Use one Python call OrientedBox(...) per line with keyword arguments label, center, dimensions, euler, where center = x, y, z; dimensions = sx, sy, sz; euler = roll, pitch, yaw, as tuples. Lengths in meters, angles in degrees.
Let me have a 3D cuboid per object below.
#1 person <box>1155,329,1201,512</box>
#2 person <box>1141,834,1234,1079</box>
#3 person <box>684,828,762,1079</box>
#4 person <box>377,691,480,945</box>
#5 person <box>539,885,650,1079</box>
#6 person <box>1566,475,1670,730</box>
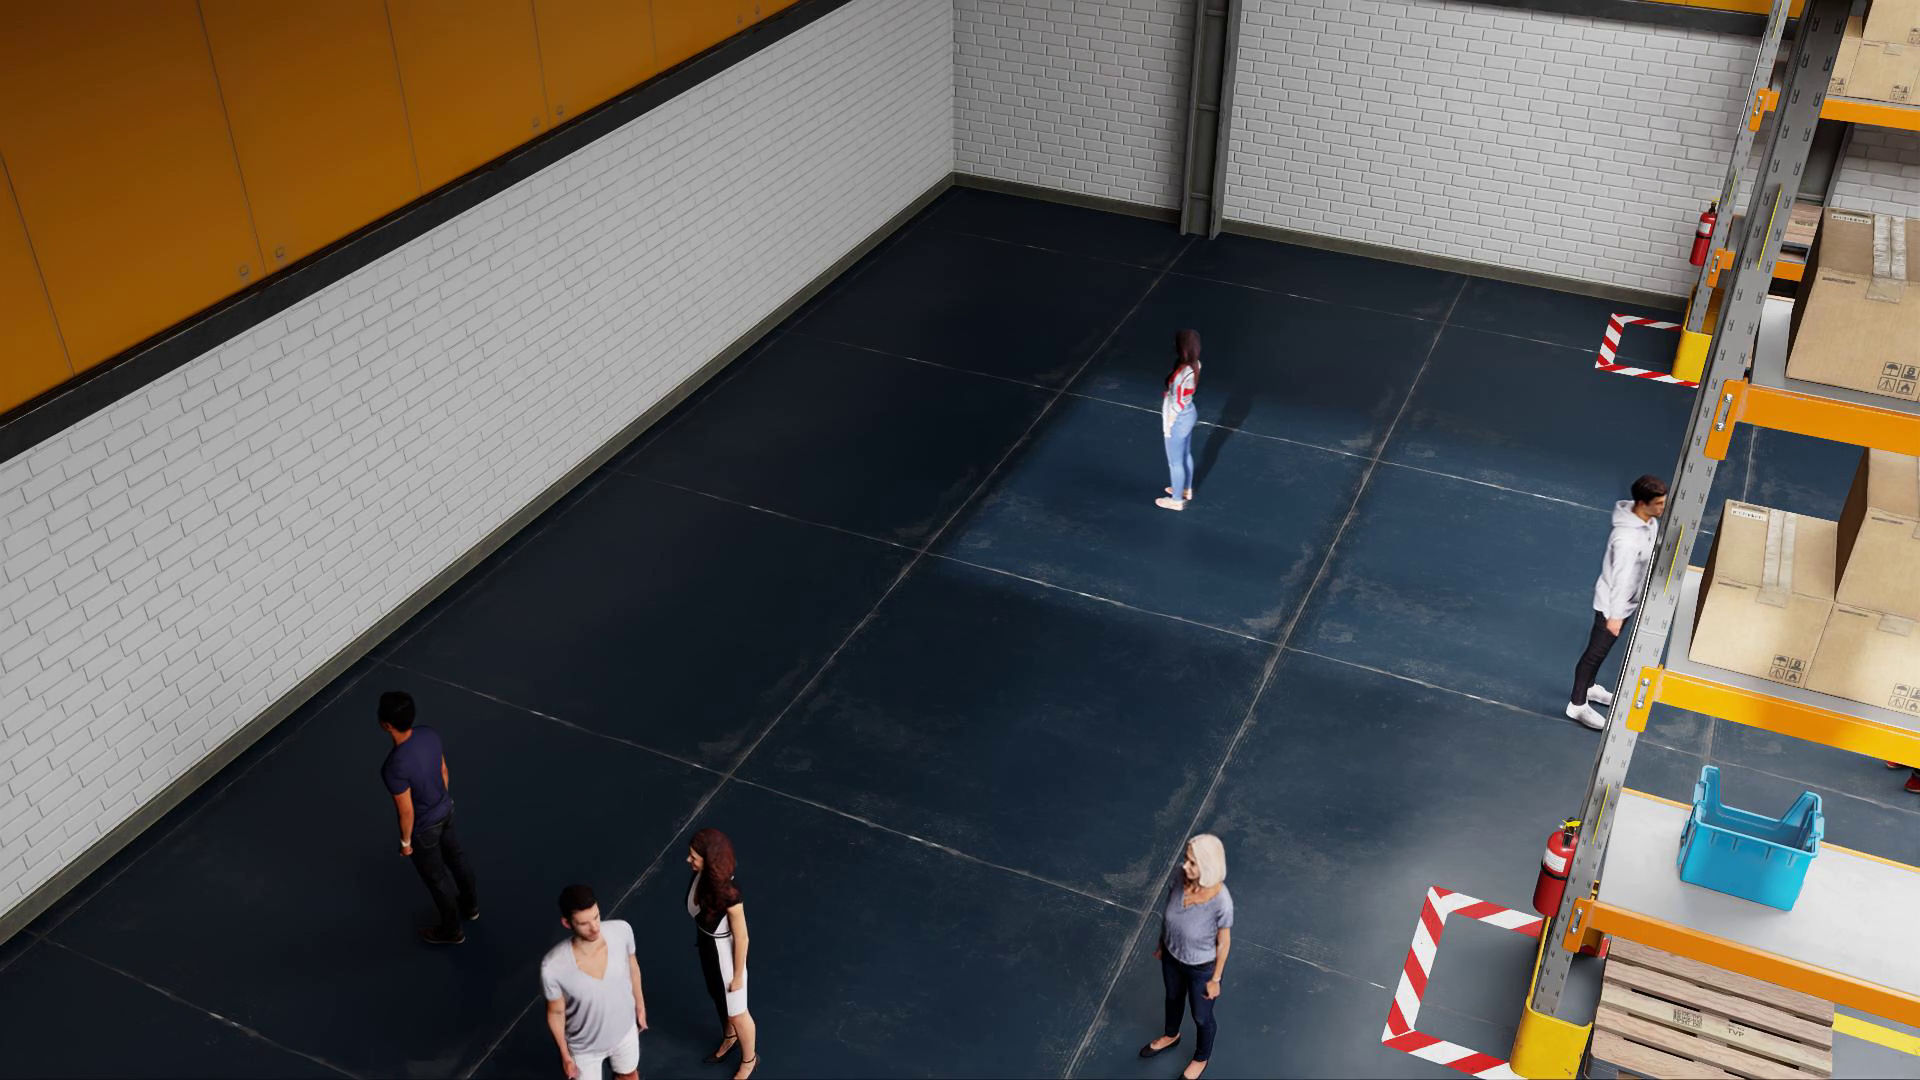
OrientedBox(label="person", center=(1.826, -0.998, 13.707), dimensions=(0.516, 1.612, 0.588), euler=(12, 36, 18))
OrientedBox(label="person", center=(1.235, 2.201, 8.795), dimensions=(0.723, 1.721, 0.593), euler=(-24, 41, -32))
OrientedBox(label="person", center=(-1.249, 2.193, 8.739), dimensions=(0.712, 1.796, 0.594), euler=(-20, 39, -28))
OrientedBox(label="person", center=(-3.084, 1.606, 9.628), dimensions=(0.574, 1.790, 0.684), euler=(9, 35, 13))
OrientedBox(label="person", center=(-1.816, 2.415, 8.354), dimensions=(0.759, 1.855, 0.739), euler=(-24, 40, -31))
OrientedBox(label="person", center=(4.479, 0.387, 11.337), dimensions=(0.619, 1.929, 0.712), euler=(20, 38, 27))
